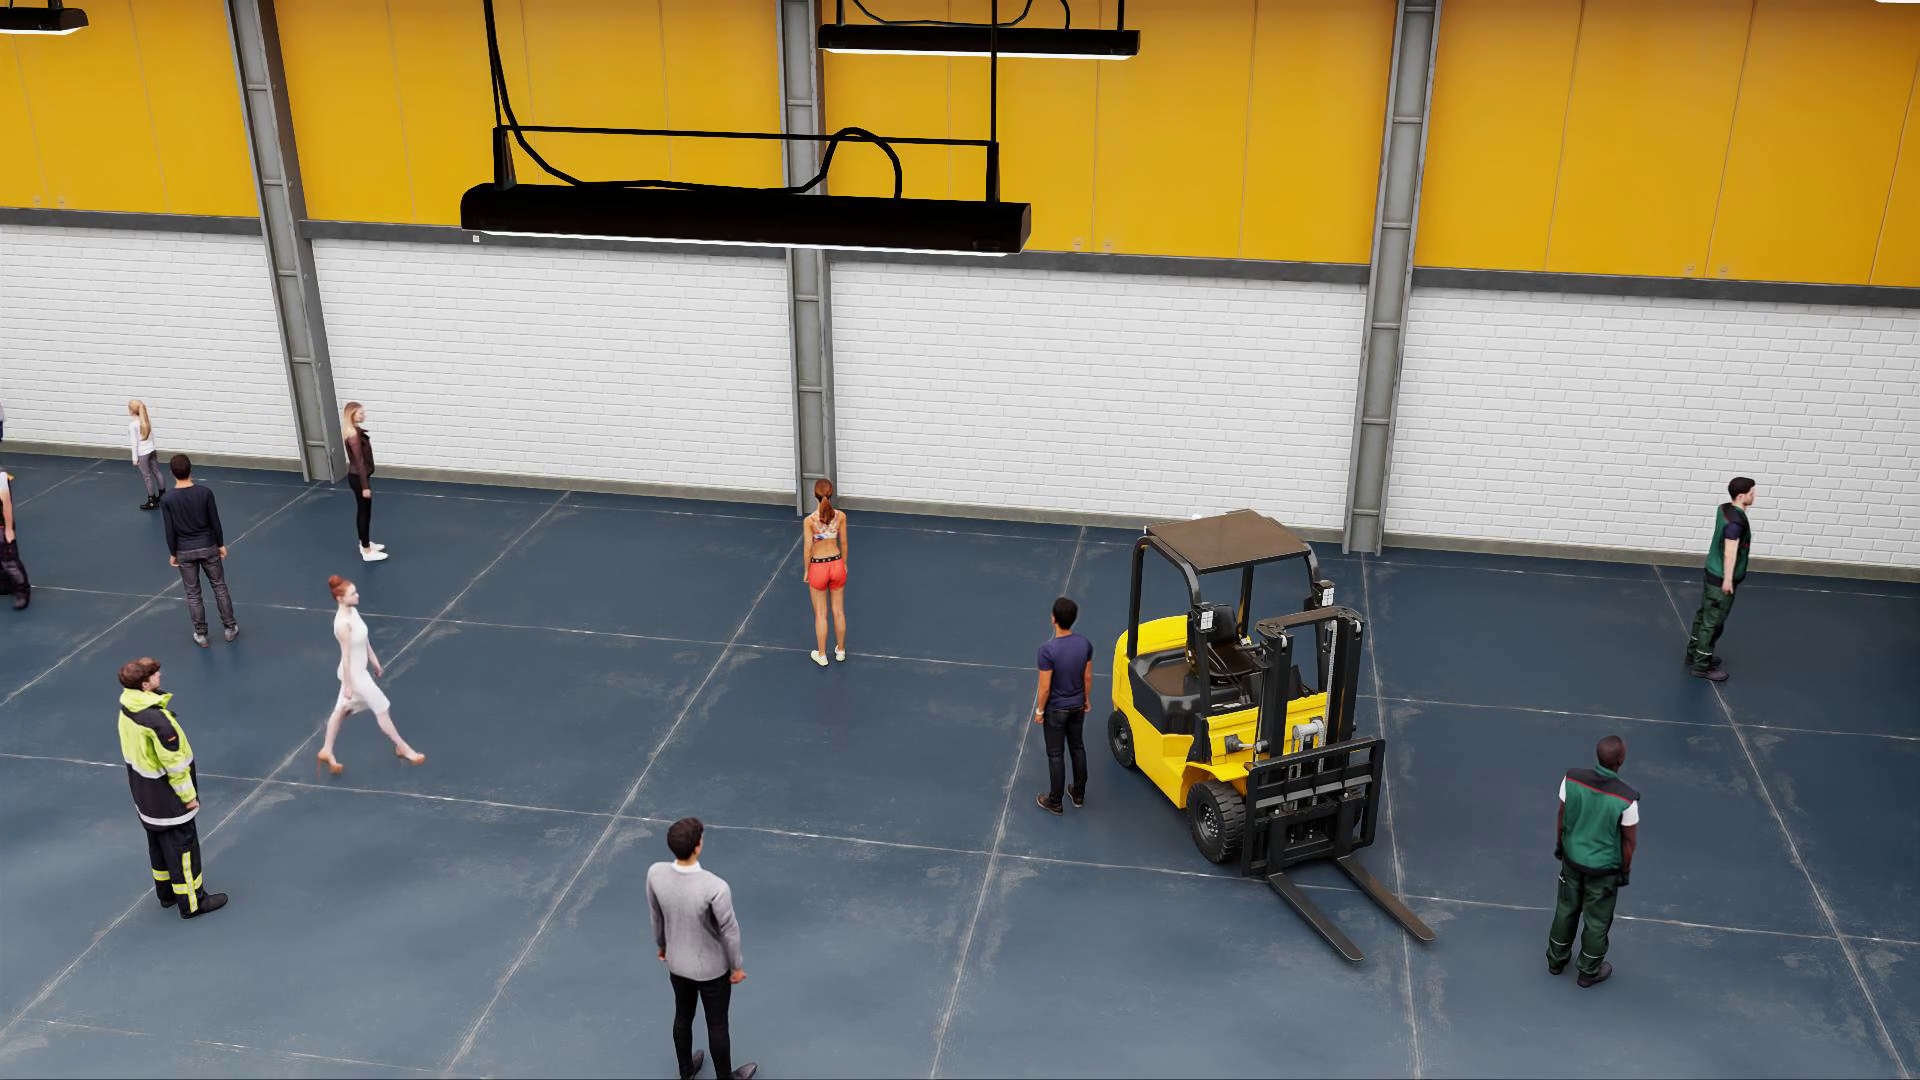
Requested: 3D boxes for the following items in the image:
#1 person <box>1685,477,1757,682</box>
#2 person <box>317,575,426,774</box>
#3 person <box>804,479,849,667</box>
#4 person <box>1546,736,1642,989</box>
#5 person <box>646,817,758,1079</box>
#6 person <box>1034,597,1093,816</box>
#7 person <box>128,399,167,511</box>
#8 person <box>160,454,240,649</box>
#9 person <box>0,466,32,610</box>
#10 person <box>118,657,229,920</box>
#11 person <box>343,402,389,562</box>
[{"bbox_3d":[6.851,0.314,14.941,0.580,1.899,0.687,6,24,13],"label":"person"},{"bbox_3d":[-4.923,1.121,13.285,1.135,1.746,0.849,-4,24,-10],"label":"person"},{"bbox_3d":[-1.213,0.288,15.134,0.655,1.791,0.743,-9,25,-20],"label":"person"},{"bbox_3d":[4.157,2.098,10.935,0.747,1.840,0.846,22,32,40],"label":"person"},{"bbox_3d":[-1.572,2.492,9.928,0.648,1.923,0.851,9,25,20],"label":"person"},{"bbox_3d":[0.804,1.282,12.861,0.688,1.790,0.776,-13,27,-27],"label":"person"},{"bbox_3d":[-9.137,-0.976,18.666,0.518,1.279,0.508,7,24,15],"label":"person"},{"bbox_3d":[-7.101,0.095,15.480,0.700,1.869,0.778,-14,27,-28],"label":"person"},{"bbox_3d":[-9.392,-0.187,16.195,0.623,1.812,0.899,12,27,26],"label":"person"},{"bbox_3d":[-5.577,1.714,11.633,0.786,1.983,0.928,18,29,35],"label":"person"},{"bbox_3d":[-6.245,-0.624,17.332,0.675,1.702,0.674,-9,25,-20],"label":"person"}]
